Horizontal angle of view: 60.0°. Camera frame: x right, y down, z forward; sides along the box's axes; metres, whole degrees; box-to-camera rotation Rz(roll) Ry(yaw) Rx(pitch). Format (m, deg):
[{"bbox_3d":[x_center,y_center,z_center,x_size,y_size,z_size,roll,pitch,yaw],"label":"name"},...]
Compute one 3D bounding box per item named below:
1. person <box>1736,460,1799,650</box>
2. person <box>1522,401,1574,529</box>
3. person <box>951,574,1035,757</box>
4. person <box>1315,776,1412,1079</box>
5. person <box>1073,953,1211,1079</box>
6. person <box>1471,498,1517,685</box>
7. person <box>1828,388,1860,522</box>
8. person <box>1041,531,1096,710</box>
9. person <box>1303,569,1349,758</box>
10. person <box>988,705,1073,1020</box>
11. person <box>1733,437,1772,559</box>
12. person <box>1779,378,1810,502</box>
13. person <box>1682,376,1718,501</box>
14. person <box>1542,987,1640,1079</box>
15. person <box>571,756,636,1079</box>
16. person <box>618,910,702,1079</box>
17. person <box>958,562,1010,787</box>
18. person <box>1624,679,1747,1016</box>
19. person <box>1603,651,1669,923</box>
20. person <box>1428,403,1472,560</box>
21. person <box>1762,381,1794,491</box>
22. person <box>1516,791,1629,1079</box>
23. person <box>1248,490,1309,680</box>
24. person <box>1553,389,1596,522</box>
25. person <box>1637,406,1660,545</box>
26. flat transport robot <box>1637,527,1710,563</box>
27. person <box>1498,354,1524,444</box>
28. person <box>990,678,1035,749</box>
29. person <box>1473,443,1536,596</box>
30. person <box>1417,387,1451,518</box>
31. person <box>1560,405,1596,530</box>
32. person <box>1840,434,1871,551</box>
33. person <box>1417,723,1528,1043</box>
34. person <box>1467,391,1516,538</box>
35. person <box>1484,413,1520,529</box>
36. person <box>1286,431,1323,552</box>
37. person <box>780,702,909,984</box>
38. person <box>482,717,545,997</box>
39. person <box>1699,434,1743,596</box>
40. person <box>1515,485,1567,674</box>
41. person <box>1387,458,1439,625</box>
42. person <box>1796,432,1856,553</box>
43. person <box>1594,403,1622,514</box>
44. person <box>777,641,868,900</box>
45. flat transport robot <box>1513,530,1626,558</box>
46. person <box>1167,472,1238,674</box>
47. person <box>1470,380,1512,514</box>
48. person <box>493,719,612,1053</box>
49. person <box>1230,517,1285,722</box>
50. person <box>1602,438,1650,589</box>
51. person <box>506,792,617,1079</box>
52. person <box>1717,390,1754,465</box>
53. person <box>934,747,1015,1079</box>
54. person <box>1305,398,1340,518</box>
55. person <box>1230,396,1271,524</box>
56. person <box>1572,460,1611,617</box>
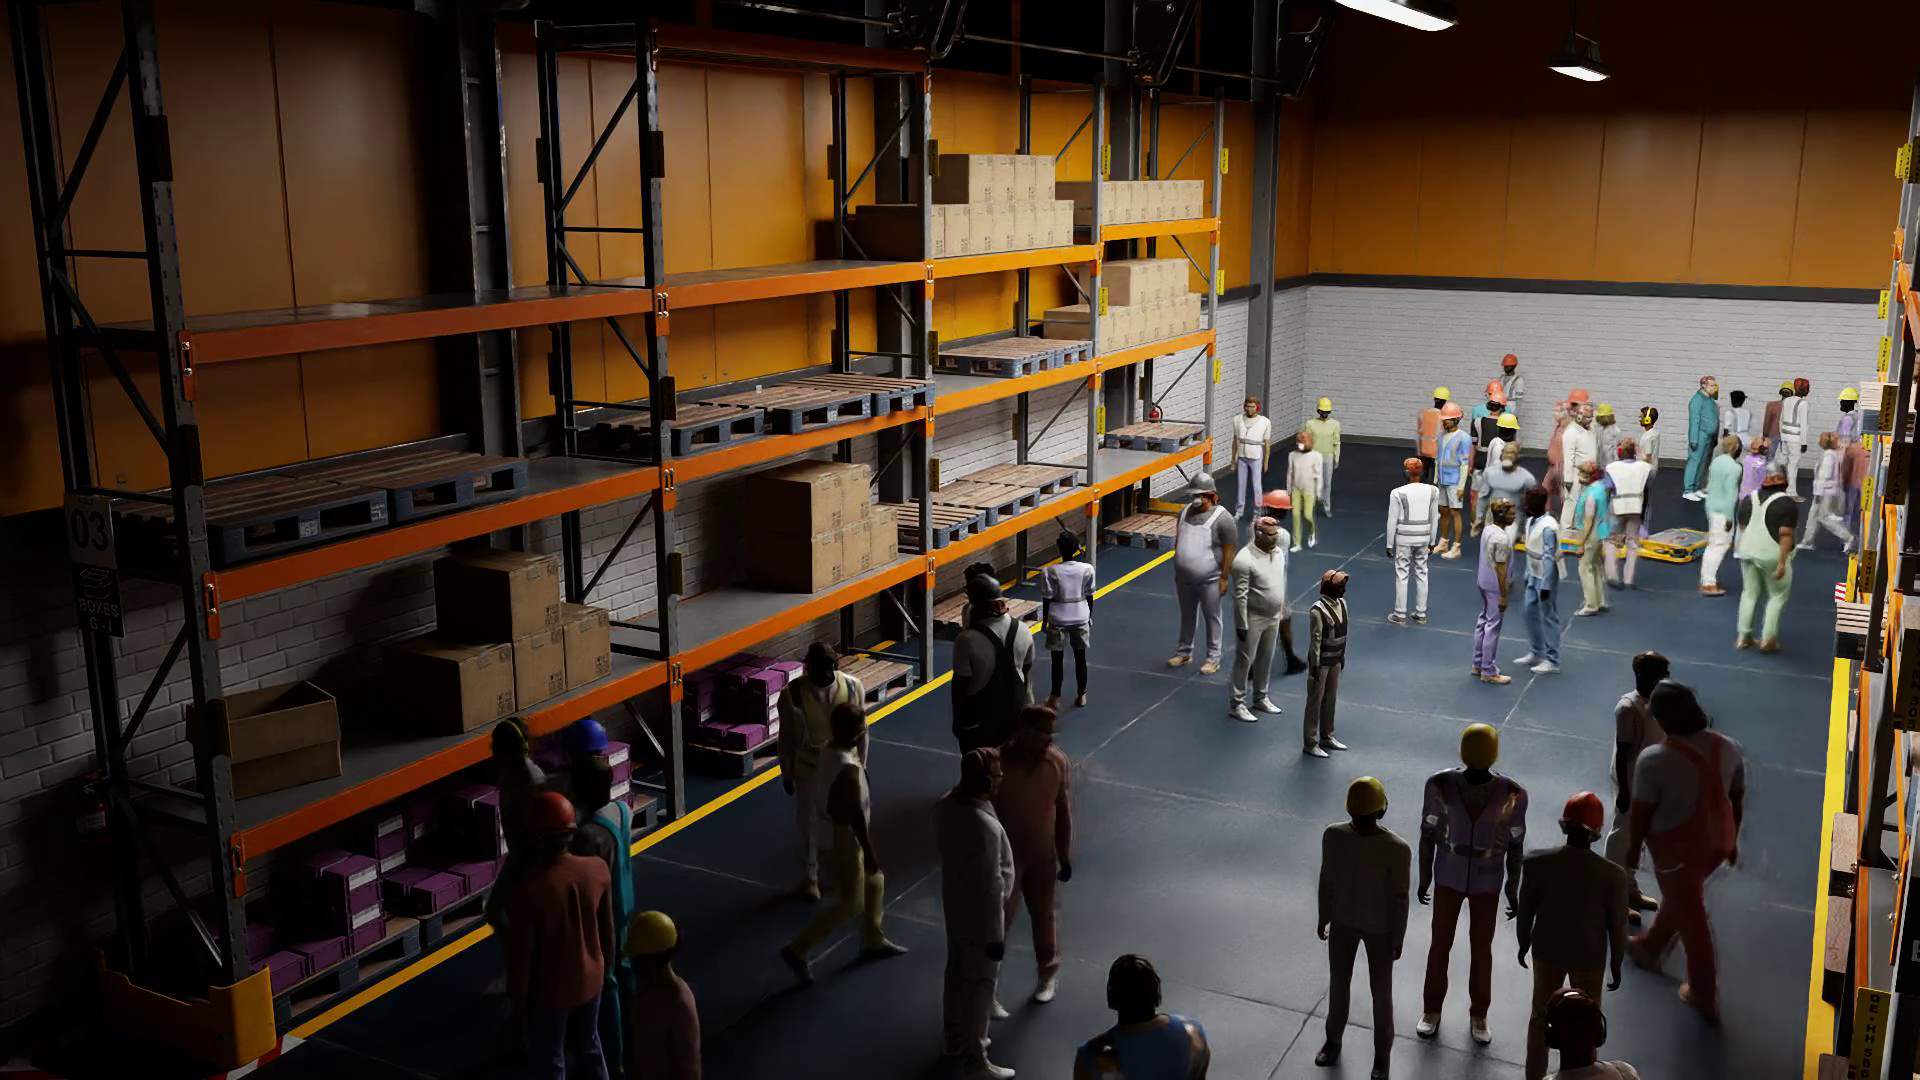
[{"bbox_3d":[8.453,0.143,17.469,0.603,2.000,0.709,-7,14,-28],"label":"person"},{"bbox_3d":[8.174,-0.961,22.803,0.680,1.889,0.664,1,13,6],"label":"person"},{"bbox_3d":[0.198,1.237,12.570,0.681,2.000,0.535,-8,15,-32],"label":"person"},{"bbox_3d":[2.218,2.134,9.205,0.523,1.759,0.351,9,15,34],"label":"person"},{"bbox_3d":[0.721,2.599,6.936,0.624,1.838,0.430,-6,14,-24],"label":"person"},{"bbox_3d":[5.262,0.491,16.350,0.329,1.844,0.515,0,13,-2],"label":"person"},{"bbox_3d":[12.670,-1.222,23.839,0.370,1.927,0.588,10,16,37],"label":"person"},{"bbox_3d":[1.003,0.747,15.534,0.535,1.700,0.318,-3,13,-13],"label":"person"},{"bbox_3d":[3.161,1.051,14.330,0.313,1.634,0.514,12,17,42],"label":"person"},{"bbox_3d":[0.367,1.901,10.001,0.707,1.874,0.408,-7,14,-29],"label":"person"},{"bbox_3d":[10.168,-0.513,21.335,0.319,1.631,0.524,0,13,-2],"label":"person"},{"bbox_3d":[12.673,-1.522,25.276,0.357,1.885,0.573,-1,13,-7],"label":"person"},{"bbox_3d":[11.333,-1.558,25.389,0.402,1.906,0.652,11,17,41],"label":"person"},{"bbox_3d":[2.384,2.661,6.552,0.582,1.881,0.338,-6,14,-24],"label":"person"},{"bbox_3d":[-1.985,2.081,9.232,0.331,1.844,0.519,3,13,15],"label":"person"},{"bbox_3d":[-1.338,2.504,7.550,0.361,1.775,0.534,-9,15,-34],"label":"person"},{"bbox_3d":[0.194,1.123,13.280,0.387,1.957,0.604,-8,15,-33],"label":"person"},{"bbox_3d":[4.360,1.784,10.123,0.712,2.000,0.943,-5,14,-23],"label":"person"},{"bbox_3d":[4.573,1.639,11.213,0.506,1.847,0.346,-12,17,-43],"label":"person"},{"bbox_3d":[6.330,-0.769,21.574,0.400,2.034,0.609,-5,13,-20],"label":"person"},{"bbox_3d":[12.788,-1.595,25.908,0.532,1.754,0.340,6,14,24],"label":"person"},{"bbox_3d":[3.287,2.193,8.944,0.573,1.746,0.345,8,15,31],"label":"person"},{"bbox_3d":[3.145,0.431,16.481,0.848,1.902,0.550,-9,16,-36],"label":"person"},{"bbox_3d":[8.664,-1.150,23.411,0.611,1.969,0.610,4,13,17],"label":"person"},{"bbox_3d":[9.198,-0.864,22.365,0.318,1.870,0.531,7,15,30],"label":"person"},{"bbox_3d":[9.483,0.053,21.868,1.431,0.197,0.652,-12,17,-42],"label":"flat transport robot"},{"bbox_3d":[9.210,-2.166,28.067,0.391,1.935,0.554,-6,14,-25],"label":"person"},{"bbox_3d":[0.295,1.360,13.033,0.500,1.589,0.865,-9,15,-34],"label":"person"},{"bbox_3d":[6.363,-0.208,19.371,0.630,1.906,0.974,12,17,43],"label":"person"},{"bbox_3d":[6.858,-1.254,24.036,0.441,1.910,0.588,-10,16,-38],"label":"person"},{"bbox_3d":[8.333,-0.882,22.391,0.403,1.897,0.654,12,17,43],"label":"person"},{"bbox_3d":[11.874,-0.706,21.888,0.314,1.769,0.524,-9,15,-35],"label":"person"},{"bbox_3d":[2.939,1.962,9.601,0.585,1.918,0.378,4,13,17],"label":"person"},{"bbox_3d":[7.240,-1.015,22.682,0.620,2.030,0.405,6,14,25],"label":"person"},{"bbox_3d":[6.954,-0.678,21.425,0.397,1.920,0.587,4,13,16],"label":"person"},{"bbox_3d":[4.529,-0.641,21.913,0.511,1.620,0.387,9,16,36],"label":"person"},{"bbox_3d":[-0.719,1.853,10.352,0.781,1.801,0.568,-2,13,-9],"label":"person"},{"bbox_3d":[-2.669,1.926,9.934,0.576,1.840,0.538,-9,16,-36],"label":"person"},{"bbox_3d":[9.066,-0.304,19.828,0.483,1.901,0.750,1,13,3],"label":"person"},{"bbox_3d":[5.843,0.389,16.713,0.433,1.898,0.595,0,13,2],"label":"person"},{"bbox_3d":[4.992,0.019,18.397,0.581,1.879,0.357,-2,13,-9],"label":"person"},{"bbox_3d":[11.409,-0.617,21.832,0.670,1.622,0.528,7,14,28],"label":"person"},{"bbox_3d":[9.097,-1.075,23.597,0.325,1.740,0.492,-11,17,-41],"label":"person"},{"bbox_3d":[-0.939,1.582,11.504,0.629,1.839,0.429,-4,13,-16],"label":"person"},{"bbox_3d":[8.089,0.020,22.015,1.431,0.197,0.652,5,14,23],"label":"flat transport robot"},{"bbox_3d":[2.395,0.325,16.653,0.681,2.000,0.536,12,18,44],"label":"person"},{"bbox_3d":[7.691,-1.323,24.138,0.608,1.995,0.377,-2,13,-8],"label":"person"},{"bbox_3d":[-2.310,1.993,9.611,0.615,1.870,1.055,9,15,35],"label":"person"},{"bbox_3d":[2.761,0.713,15.252,0.646,1.898,0.399,-11,16,-40],"label":"person"},{"bbox_3d":[8.008,-0.322,20.049,0.607,1.814,0.528,0,13,-1],"label":"person"},{"bbox_3d":[-1.994,2.220,8.315,0.414,1.984,0.632,10,16,37],"label":"person"},{"bbox_3d":[11.848,-1.456,25.448,0.564,1.666,0.399,-4,13,-18],"label":"person"},{"bbox_3d":[0.104,2.061,9.208,0.406,1.900,0.644,-5,14,-21],"label":"person"},{"bbox_3d":[5.227,-1.184,24.042,0.525,1.762,0.338,0,13,1],"label":"person"},{"bbox_3d":[4.152,-1.148,23.724,0.563,1.836,0.386,8,15,33],"label":"person"},{"bbox_3d":[7.117,-0.024,18.756,0.449,1.802,0.685,6,14,25],"label":"person"}]
